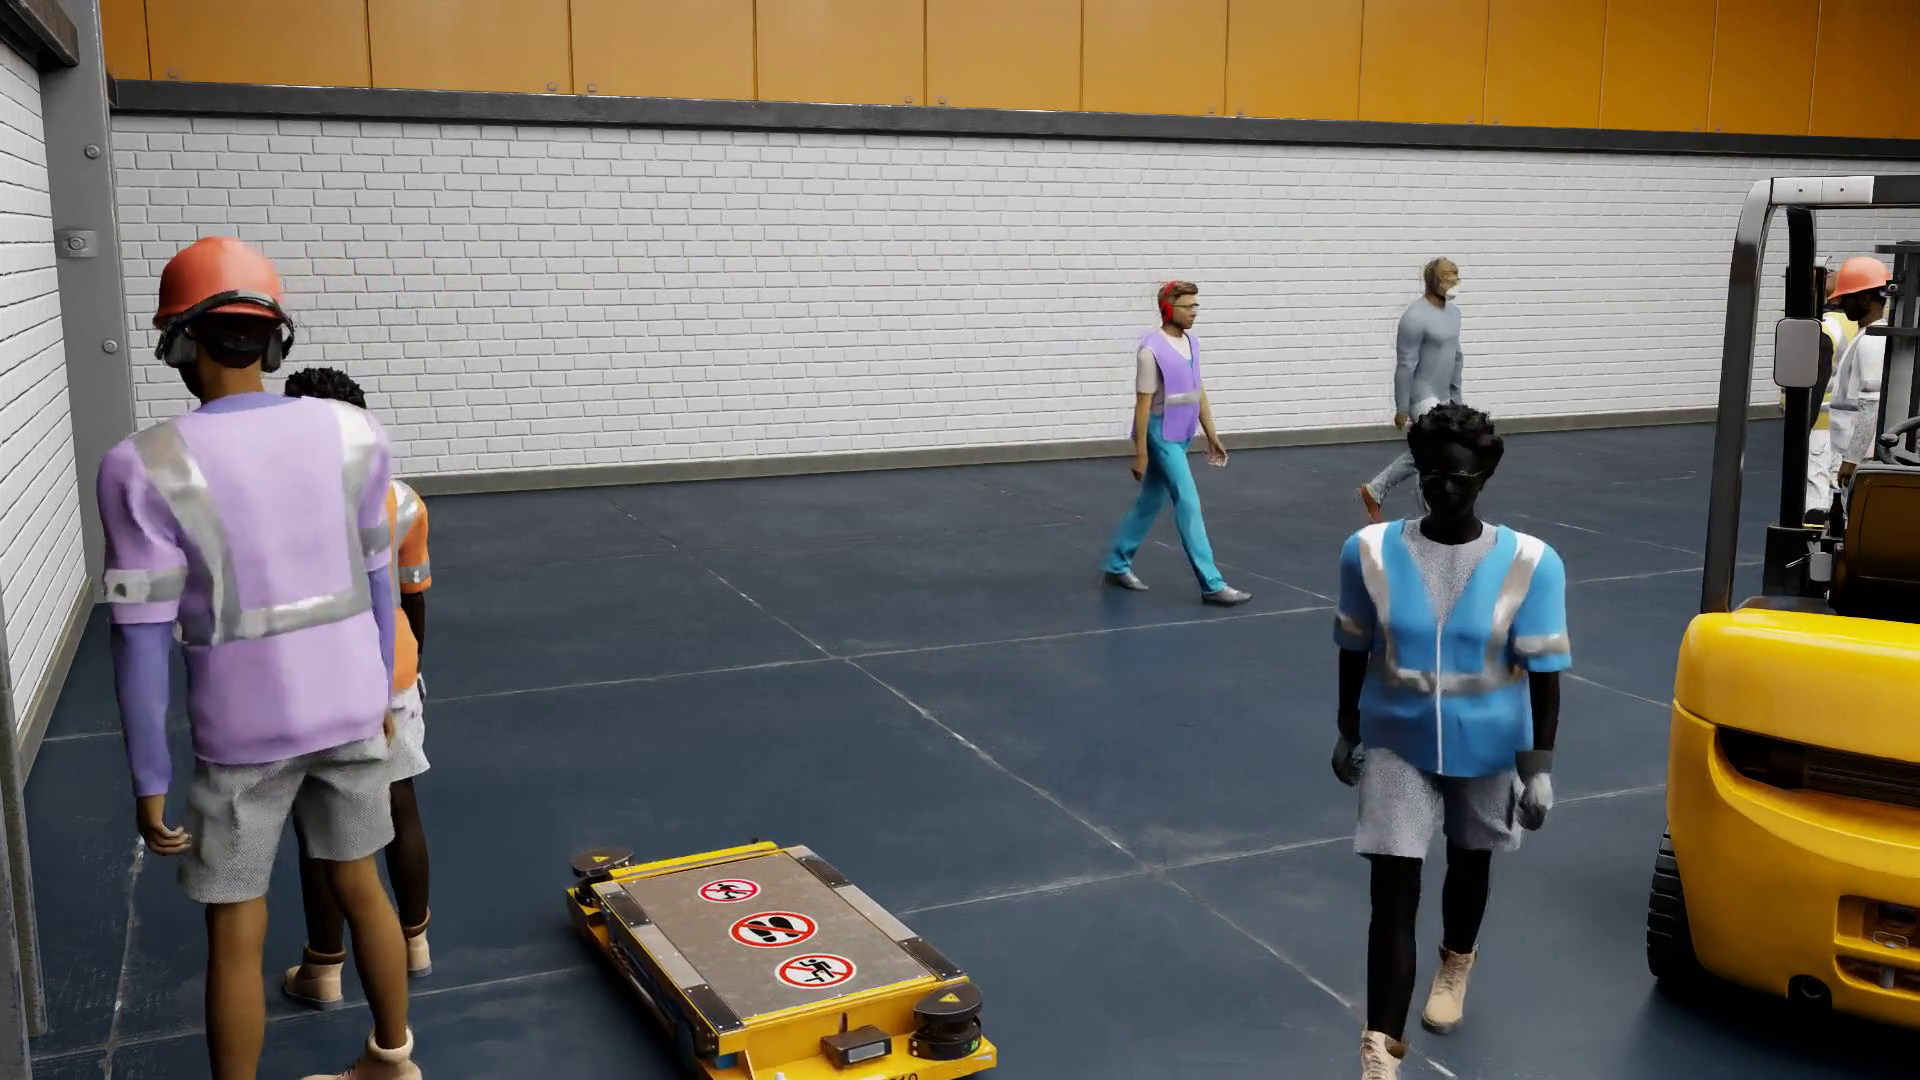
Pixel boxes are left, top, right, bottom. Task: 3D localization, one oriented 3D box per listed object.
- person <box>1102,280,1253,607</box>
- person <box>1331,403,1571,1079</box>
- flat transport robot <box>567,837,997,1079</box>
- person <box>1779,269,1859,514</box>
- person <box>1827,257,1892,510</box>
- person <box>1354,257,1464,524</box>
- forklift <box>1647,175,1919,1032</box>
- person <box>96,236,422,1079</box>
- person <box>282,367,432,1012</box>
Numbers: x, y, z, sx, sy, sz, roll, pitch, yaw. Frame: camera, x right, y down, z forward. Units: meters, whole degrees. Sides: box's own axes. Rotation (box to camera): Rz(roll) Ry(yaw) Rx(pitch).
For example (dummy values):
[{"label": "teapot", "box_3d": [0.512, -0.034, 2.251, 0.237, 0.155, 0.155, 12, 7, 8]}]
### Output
[{"label": "person", "box_3d": [1.190, -0.548, 9.297, 0.974, 1.797, 0.568, 6, 12, 29]}, {"label": "person", "box_3d": [1.145, 0.495, 3.946, 0.550, 1.637, 0.918, 4, 11, 20]}, {"label": "flat transport robot", "box_3d": [-0.535, 1.098, 4.431, 0.652, 0.197, 1.431, -6, 12, -28]}, {"label": "person", "box_3d": [5.146, -0.693, 9.979, 0.634, 1.839, 0.429, -9, 13, -40]}, {"label": "person", "box_3d": [4.604, -0.480, 8.563, 0.374, 1.928, 0.543, 6, 12, 31]}, {"label": "person", "box_3d": [3.074, -0.947, 11.206, 0.843, 1.911, 0.631, 8, 13, 39]}, {"label": "forklift", "box_3d": [2.810, 0.094, 4.662, 1.214, 2.155, 2.313, 7, 12, 34]}, {"label": "person", "box_3d": [-1.479, 0.382, 3.560, 0.464, 2.033, 0.657, 10, 14, 44]}, {"label": "person", "box_3d": [-1.642, 0.389, 4.423, 0.319, 1.691, 0.535, 8, 13, 39]}]
